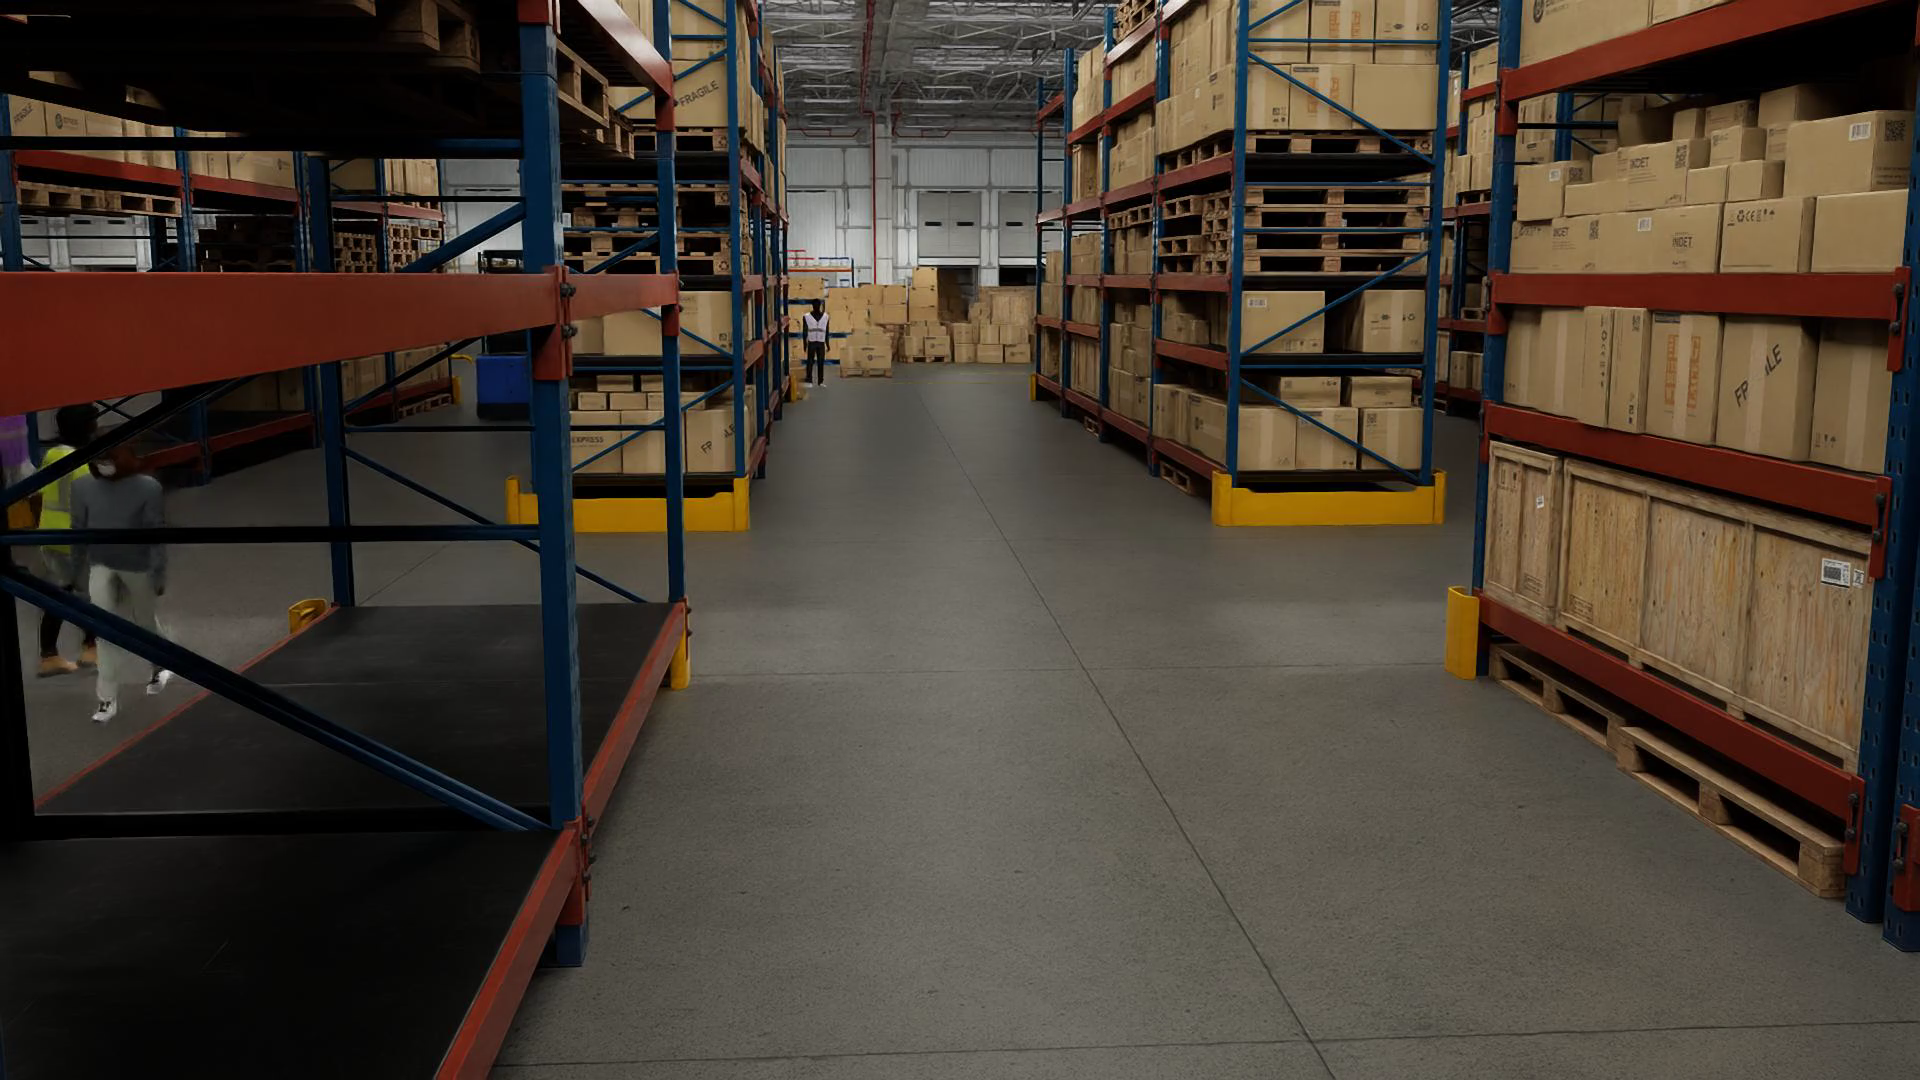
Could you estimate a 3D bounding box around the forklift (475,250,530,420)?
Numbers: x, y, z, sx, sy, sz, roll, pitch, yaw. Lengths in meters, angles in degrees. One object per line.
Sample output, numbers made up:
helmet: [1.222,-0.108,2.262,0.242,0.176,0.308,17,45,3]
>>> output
forklift: [-7.430,-3.458,27.843,1.129,2.768,1.873,-1,9,-4]

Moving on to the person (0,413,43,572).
person: [-7.422,-0.613,13.109,0.898,1.883,0.592,3,9,16]

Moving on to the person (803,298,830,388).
person: [-3.068,-4.203,35.539,0.590,1.916,0.393,-3,10,-20]

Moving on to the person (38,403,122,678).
person: [-5.268,0.003,9.895,0.550,1.666,0.462,7,12,38]

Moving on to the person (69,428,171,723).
person: [-4.654,0.150,9.240,0.521,1.584,0.865,-2,9,-10]

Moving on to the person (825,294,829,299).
person: [-3.891,-6.683,51.364,0.597,1.855,0.796,8,12,41]
